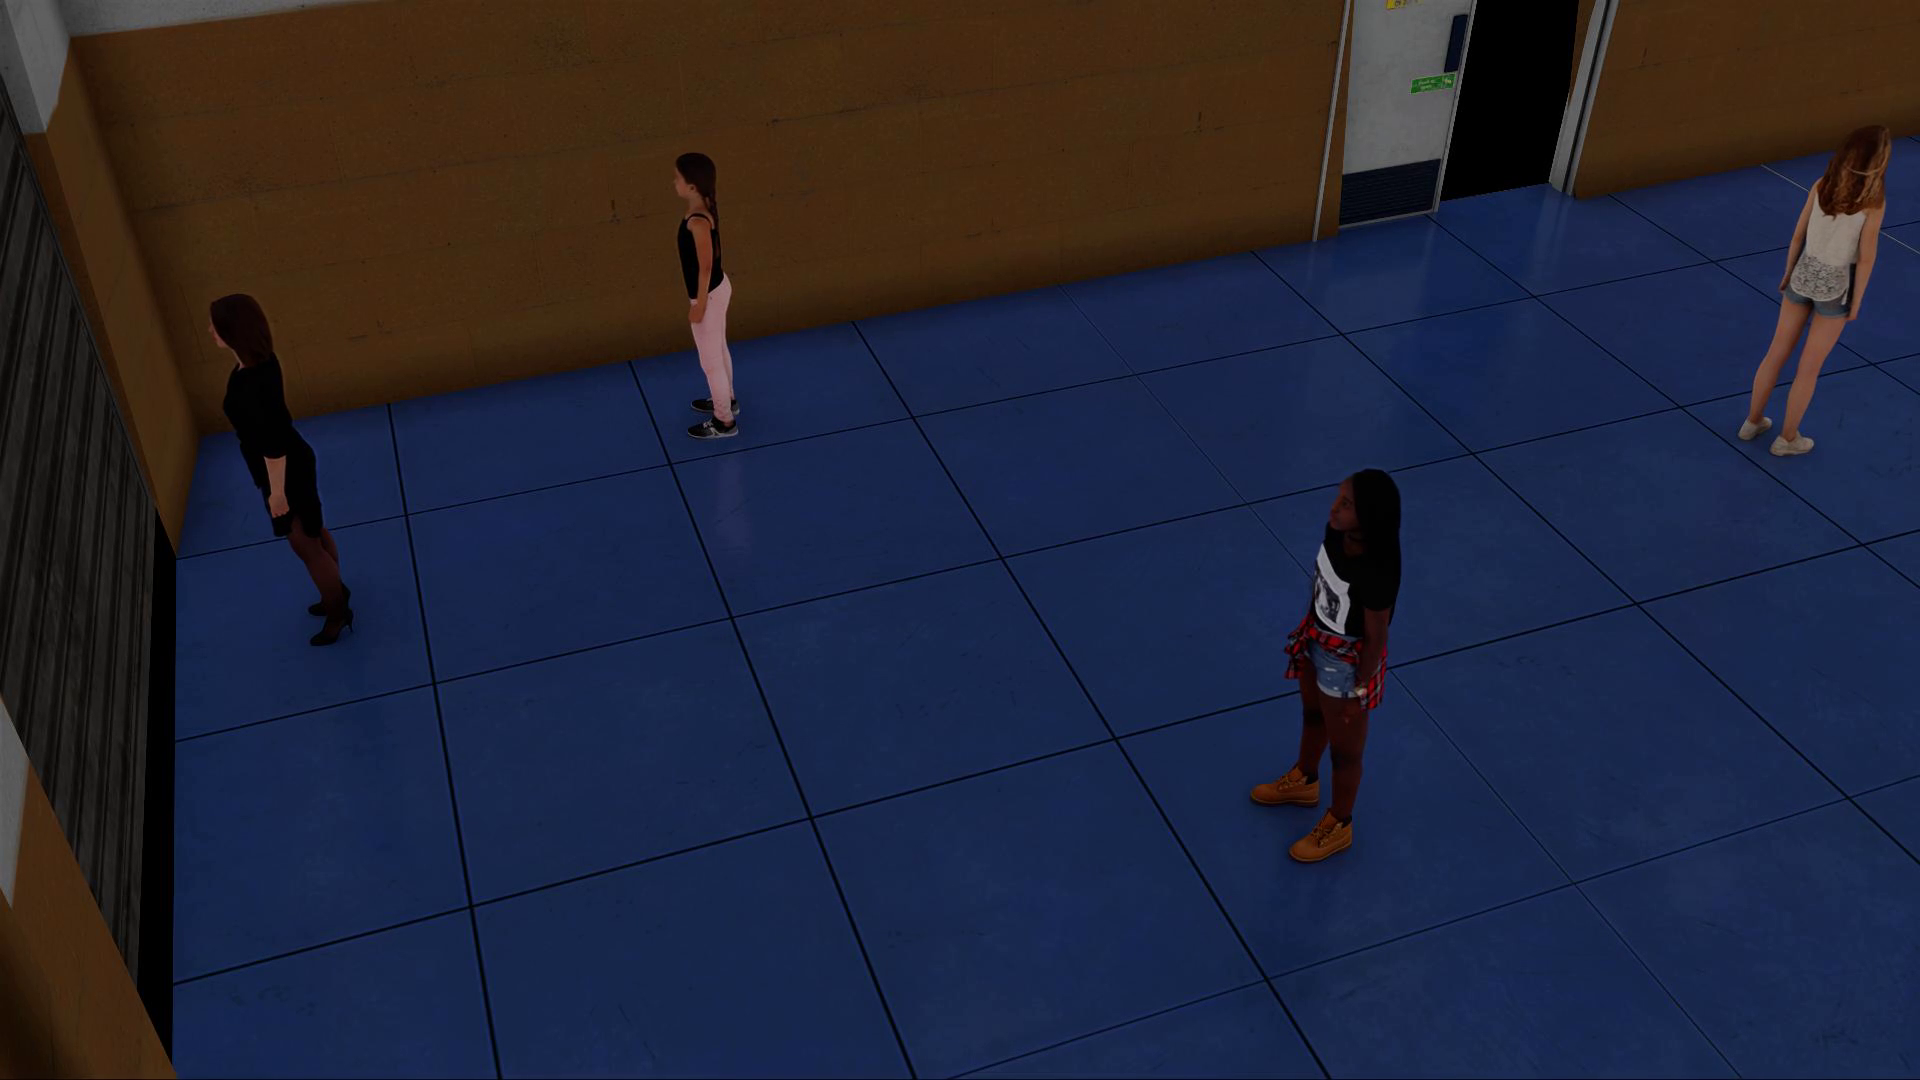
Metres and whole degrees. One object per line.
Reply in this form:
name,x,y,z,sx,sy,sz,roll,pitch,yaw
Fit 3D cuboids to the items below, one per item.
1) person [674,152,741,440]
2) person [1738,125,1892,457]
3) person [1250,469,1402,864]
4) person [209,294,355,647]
person,-1.294,-1.251,8.512,0.655,1.565,0.544,0,37,0
person,4.288,-1.232,8.325,0.668,1.759,0.504,-19,41,-24
person,1.397,0.455,6.104,0.695,1.728,0.558,-8,38,-11
person,-2.874,-0.284,7.093,0.652,1.705,0.436,-11,38,-14
